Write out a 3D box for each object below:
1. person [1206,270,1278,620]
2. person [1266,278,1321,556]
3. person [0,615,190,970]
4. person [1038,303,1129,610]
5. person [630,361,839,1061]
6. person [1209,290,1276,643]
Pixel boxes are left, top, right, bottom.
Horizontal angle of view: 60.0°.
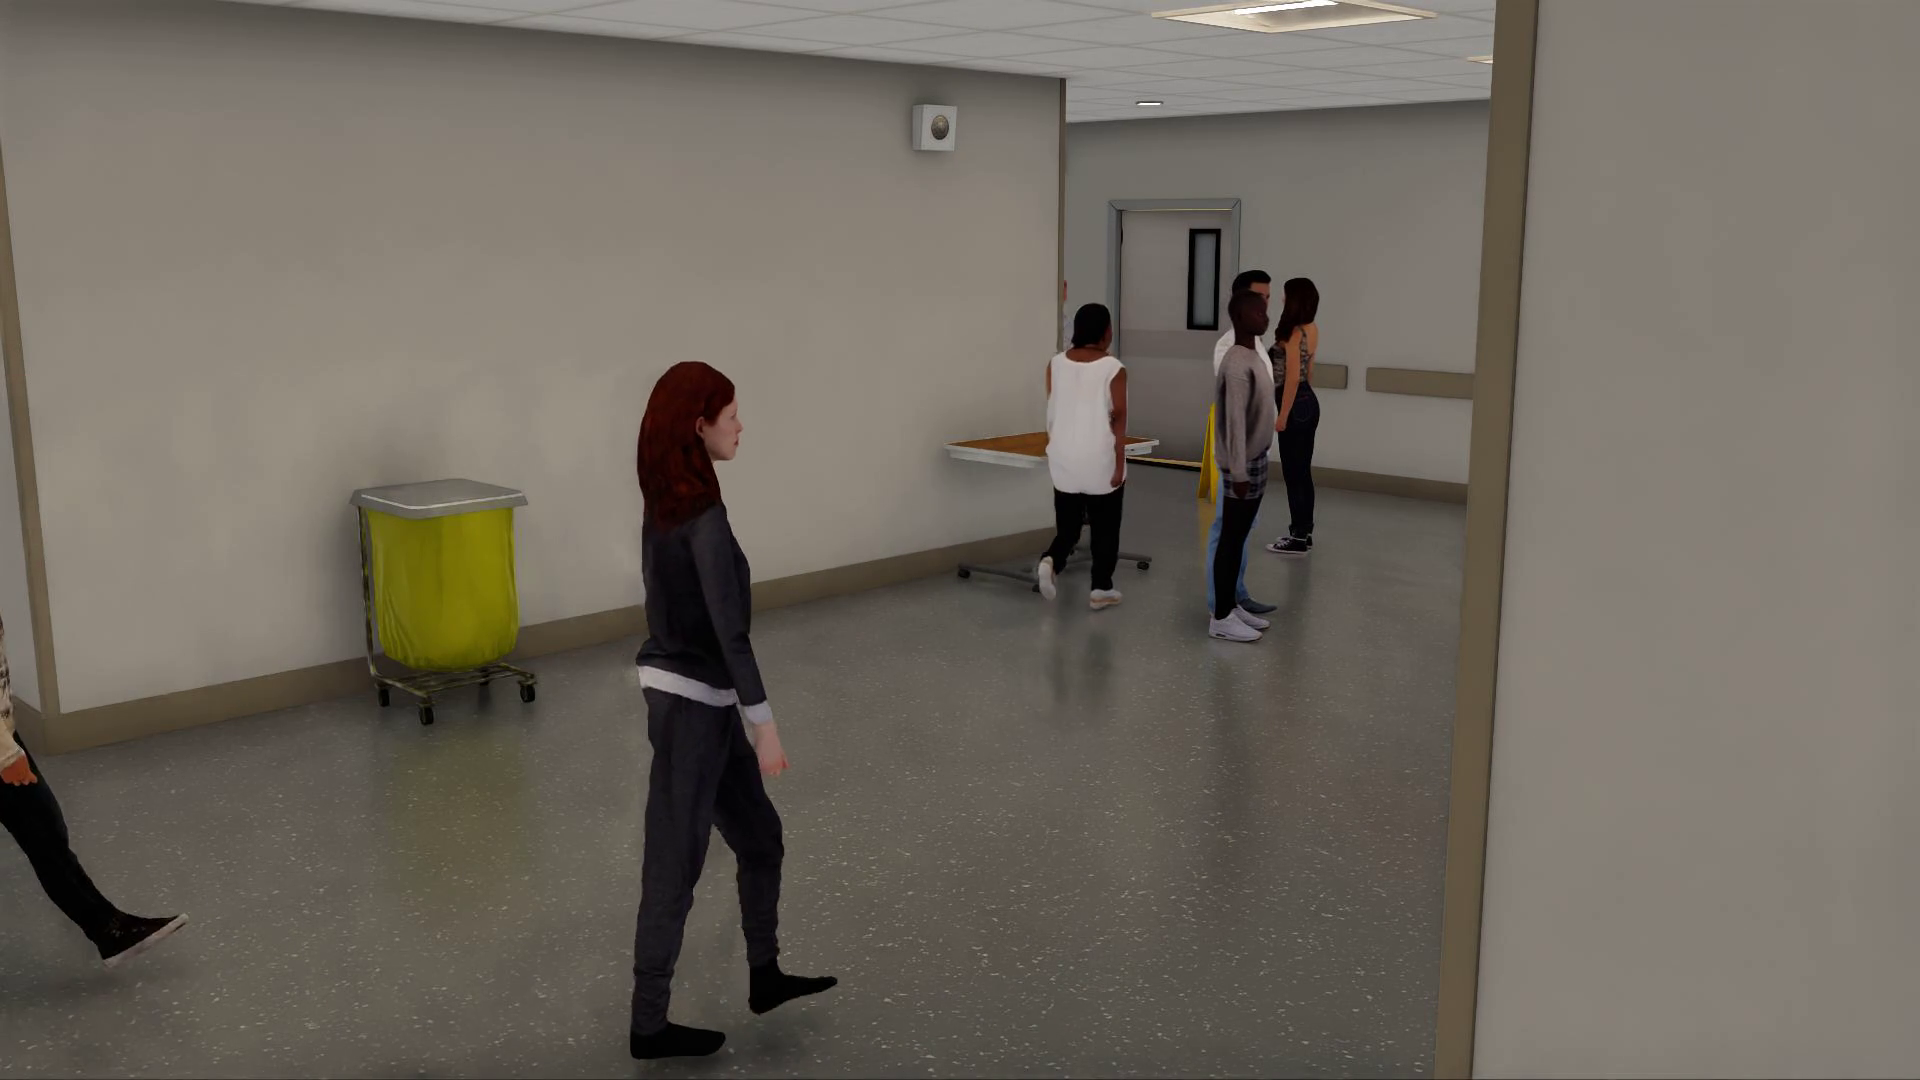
[{"bbox_3d":[1.488,-0.494,8.839,0.684,1.861,0.739,6,12,27],"label":"person"},{"bbox_3d":[2.178,-0.804,10.715,0.627,1.770,0.664,6,12,28],"label":"person"},{"bbox_3d":[-2.690,0.572,4.370,0.938,1.432,0.980,-2,11,-12],"label":"person"},{"bbox_3d":[0.656,-0.433,9.024,0.811,1.671,0.788,8,13,36],"label":"person"},{"bbox_3d":[-0.733,0.462,4.077,0.868,1.758,0.862,-4,12,-21],"label":"person"},{"bbox_3d":[1.436,-0.389,8.523,0.664,1.772,0.685,4,11,20],"label":"person"}]
